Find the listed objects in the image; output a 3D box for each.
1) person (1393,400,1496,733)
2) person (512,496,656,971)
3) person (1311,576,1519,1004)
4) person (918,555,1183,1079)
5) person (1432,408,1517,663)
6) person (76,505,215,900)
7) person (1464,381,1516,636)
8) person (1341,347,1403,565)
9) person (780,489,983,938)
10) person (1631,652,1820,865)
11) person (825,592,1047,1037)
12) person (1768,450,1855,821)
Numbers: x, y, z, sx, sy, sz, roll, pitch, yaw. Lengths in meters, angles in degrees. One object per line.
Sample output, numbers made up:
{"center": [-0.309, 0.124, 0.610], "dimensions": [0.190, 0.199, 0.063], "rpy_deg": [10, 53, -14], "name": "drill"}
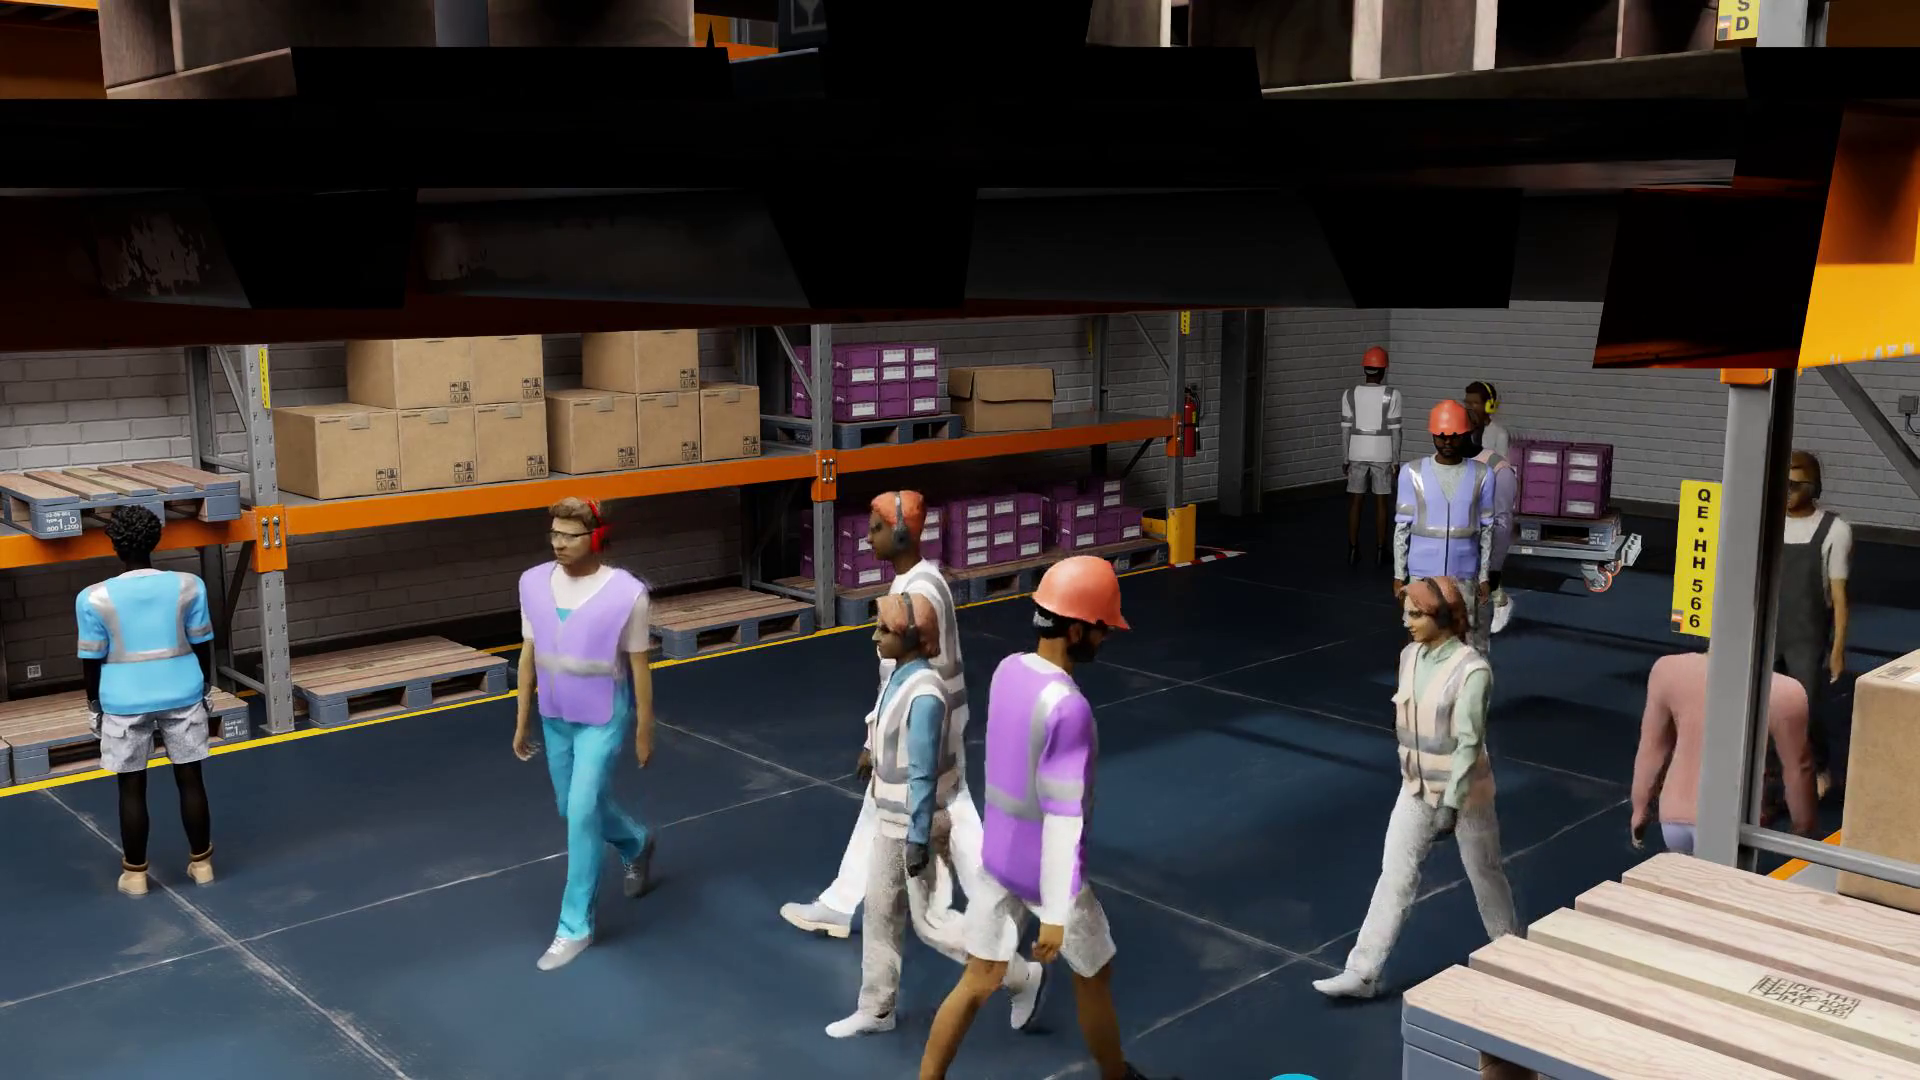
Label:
{"center": [2.746, 0.169, 9.454], "dimensions": [0.552, 1.935, 0.366], "rpy_deg": [2, 10, 10], "name": "person"}
{"center": [-1.474, 0.706, 6.671], "dimensions": [0.576, 1.823, 0.846], "rpy_deg": [4, 11, 25], "name": "person"}
{"center": [1.750, 0.919, 6.084], "dimensions": [0.891, 1.587, 0.529], "rpy_deg": [-5, 11, -25], "name": "person"}
{"center": [0.232, 0.967, 5.007], "dimensions": [1.025, 1.873, 0.558], "rpy_deg": [-5, 11, -29], "name": "person"}
{"center": [3.004, 0.122, 10.027], "dimensions": [0.429, 1.838, 0.621], "rpy_deg": [-7, 12, -37], "name": "person"}
{"center": [-3.457, 0.693, 7.110], "dimensions": [0.534, 1.694, 0.320], "rpy_deg": [-7, 12, -34], "name": "person"}
{"center": [3.727, -0.207, 11.883], "dimensions": [0.436, 1.858, 0.551], "rpy_deg": [-3, 10, -19], "name": "person"}
{"center": [3.664, -0.746, 14.810], "dimensions": [0.542, 1.938, 0.357], "rpy_deg": [5, 11, 27], "name": "person"}
{"center": [-0.249, 0.725, 6.473], "dimensions": [0.944, 1.836, 0.588], "rpy_deg": [-2, 10, -10], "name": "person"}
{"center": [2.596, 0.933, 5.609], "dimensions": [0.924, 1.717, 0.545], "rpy_deg": [-7, 12, -35], "name": "person"}
{"center": [-0.084, 0.965, 5.746], "dimensions": [0.695, 1.618, 0.516], "rpy_deg": [-2, 10, -14], "name": "person"}
{"center": [4.017, 0.469, 8.016], "dimensions": [0.591, 1.827, 0.526], "rpy_deg": [-8, 13, -39], "name": "person"}
